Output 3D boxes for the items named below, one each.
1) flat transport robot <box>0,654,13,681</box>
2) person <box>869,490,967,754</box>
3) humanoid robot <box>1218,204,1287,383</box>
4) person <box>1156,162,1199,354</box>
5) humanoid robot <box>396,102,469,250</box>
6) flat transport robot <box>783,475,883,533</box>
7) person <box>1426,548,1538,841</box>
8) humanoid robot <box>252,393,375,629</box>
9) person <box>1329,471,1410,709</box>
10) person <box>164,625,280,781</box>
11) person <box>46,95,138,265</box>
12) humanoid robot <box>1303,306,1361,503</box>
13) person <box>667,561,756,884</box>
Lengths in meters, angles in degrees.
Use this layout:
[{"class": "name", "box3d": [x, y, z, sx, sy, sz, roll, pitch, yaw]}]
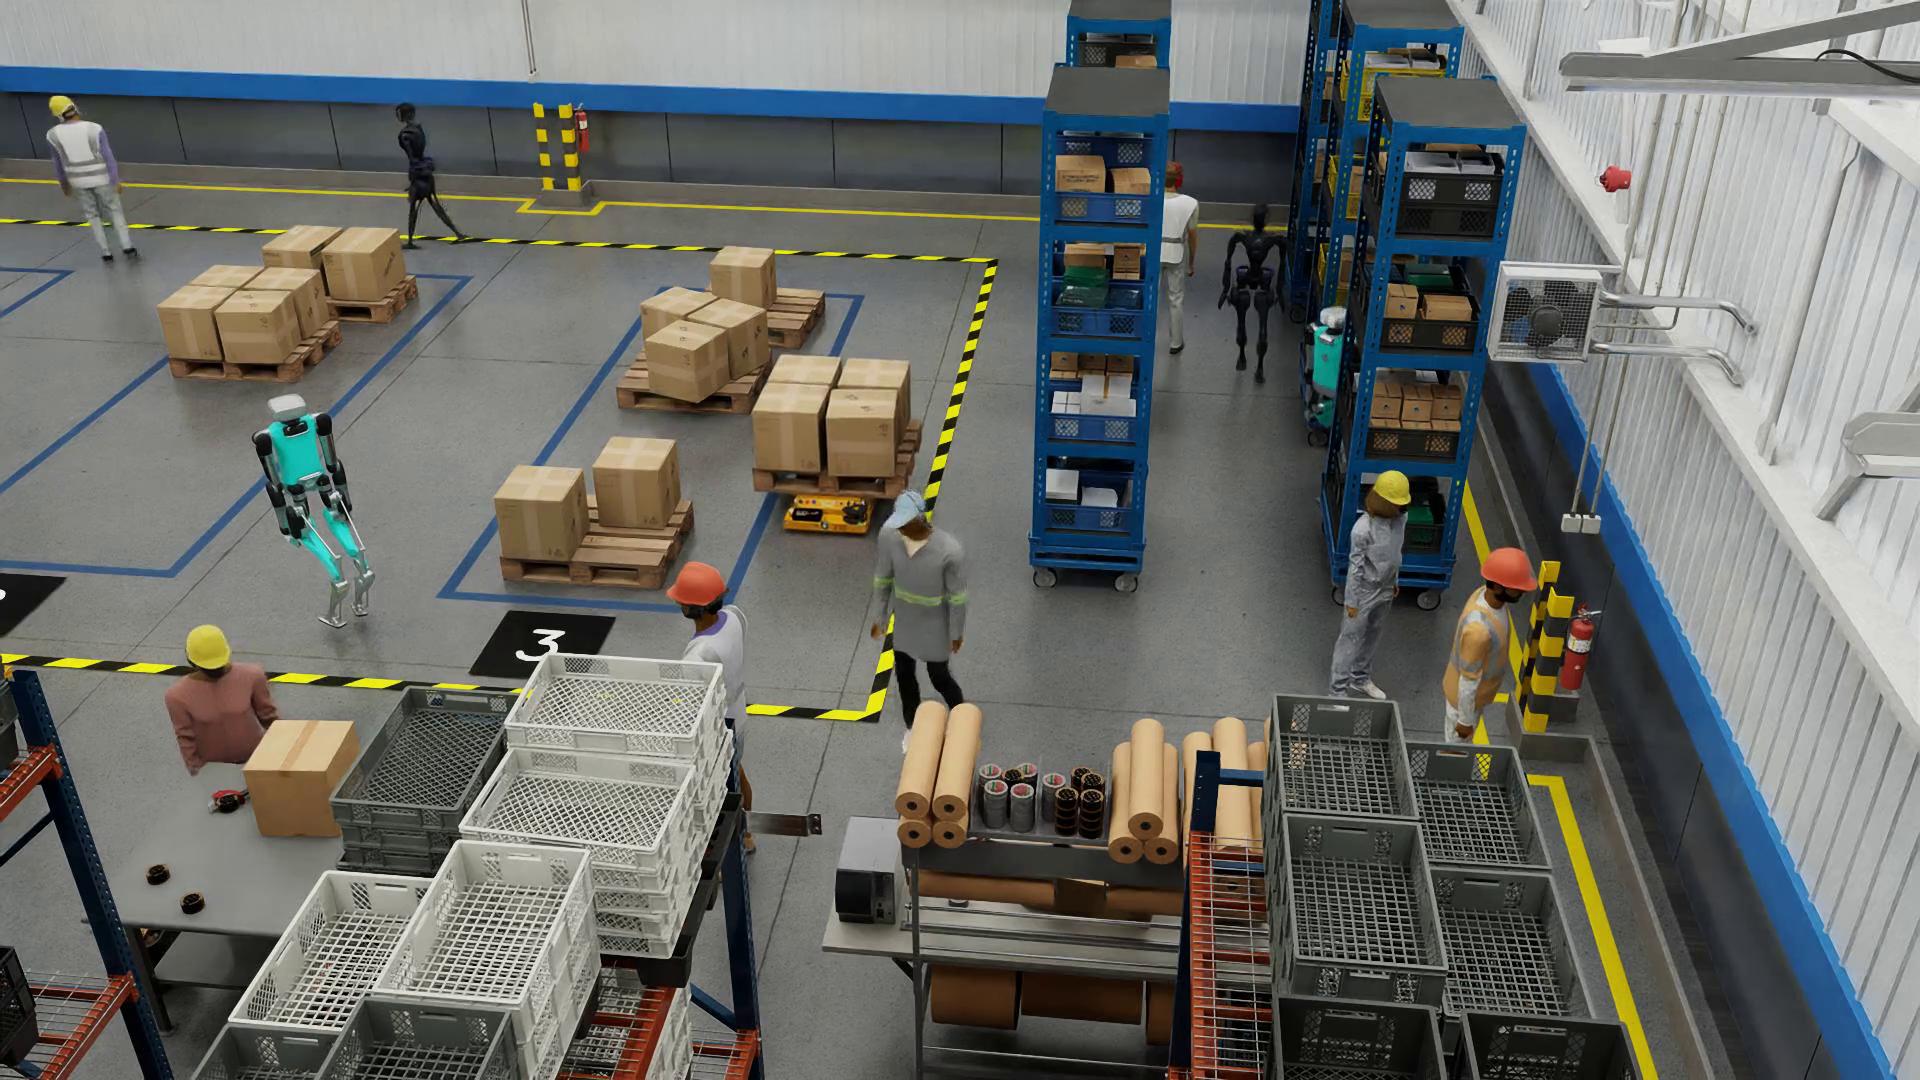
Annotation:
[{"class": "flat transport robot", "box3d": [-7.142, 0.969, 11.010, 1.431, 0.231, 0.659, 3, 30, 6]}, {"class": "person", "box3d": [-0.252, 0.500, 10.276, 0.604, 1.818, 0.453, 17, 34, 26]}, {"class": "humanoid robot", "box3d": [2.670, -2.257, 15.164, 0.612, 1.636, 0.643, 4, 30, 8]}, {"class": "person", "box3d": [1.924, -2.625, 15.617, 0.562, 1.841, 0.391, 6, 31, 10]}, {"class": "humanoid robot", "box3d": [-5.873, -3.966, 18.138, 0.788, 1.633, 0.611, -2, 30, -4]}, {"class": "flat transport robot", "box3d": [-0.972, -0.503, 13.510, 0.652, 0.197, 1.431, 3, 30, 6]}, {"class": "person", "box3d": [2.972, 0.875, 9.529, 0.402, 1.929, 0.537, 14, 33, 22]}, {"class": "humanoid robot", "box3d": [-4.314, -0.139, 11.319, 0.533, 1.677, 0.735, -26, 39, -37]}, {"class": "person", "box3d": [2.655, 0.327, 10.646, 0.491, 1.740, 0.316, -22, 37, -33]}, {"class": "person", "box3d": [-3.973, 1.203, 9.132, 0.526, 1.754, 0.346, -16, 34, -25]}, {"class": "person", "box3d": [-9.315, -3.846, 17.766, 0.613, 1.789, 0.495, -11, 32, -18]}, {"class": "humanoid robot", "box3d": [3.011, -0.993, 13.031, 0.763, 1.880, 0.544, -23, 37, -33]}, {"class": "person", "box3d": [-1.366, 1.012, 9.174, 0.370, 2.044, 0.606, 7, 31, 12]}]
